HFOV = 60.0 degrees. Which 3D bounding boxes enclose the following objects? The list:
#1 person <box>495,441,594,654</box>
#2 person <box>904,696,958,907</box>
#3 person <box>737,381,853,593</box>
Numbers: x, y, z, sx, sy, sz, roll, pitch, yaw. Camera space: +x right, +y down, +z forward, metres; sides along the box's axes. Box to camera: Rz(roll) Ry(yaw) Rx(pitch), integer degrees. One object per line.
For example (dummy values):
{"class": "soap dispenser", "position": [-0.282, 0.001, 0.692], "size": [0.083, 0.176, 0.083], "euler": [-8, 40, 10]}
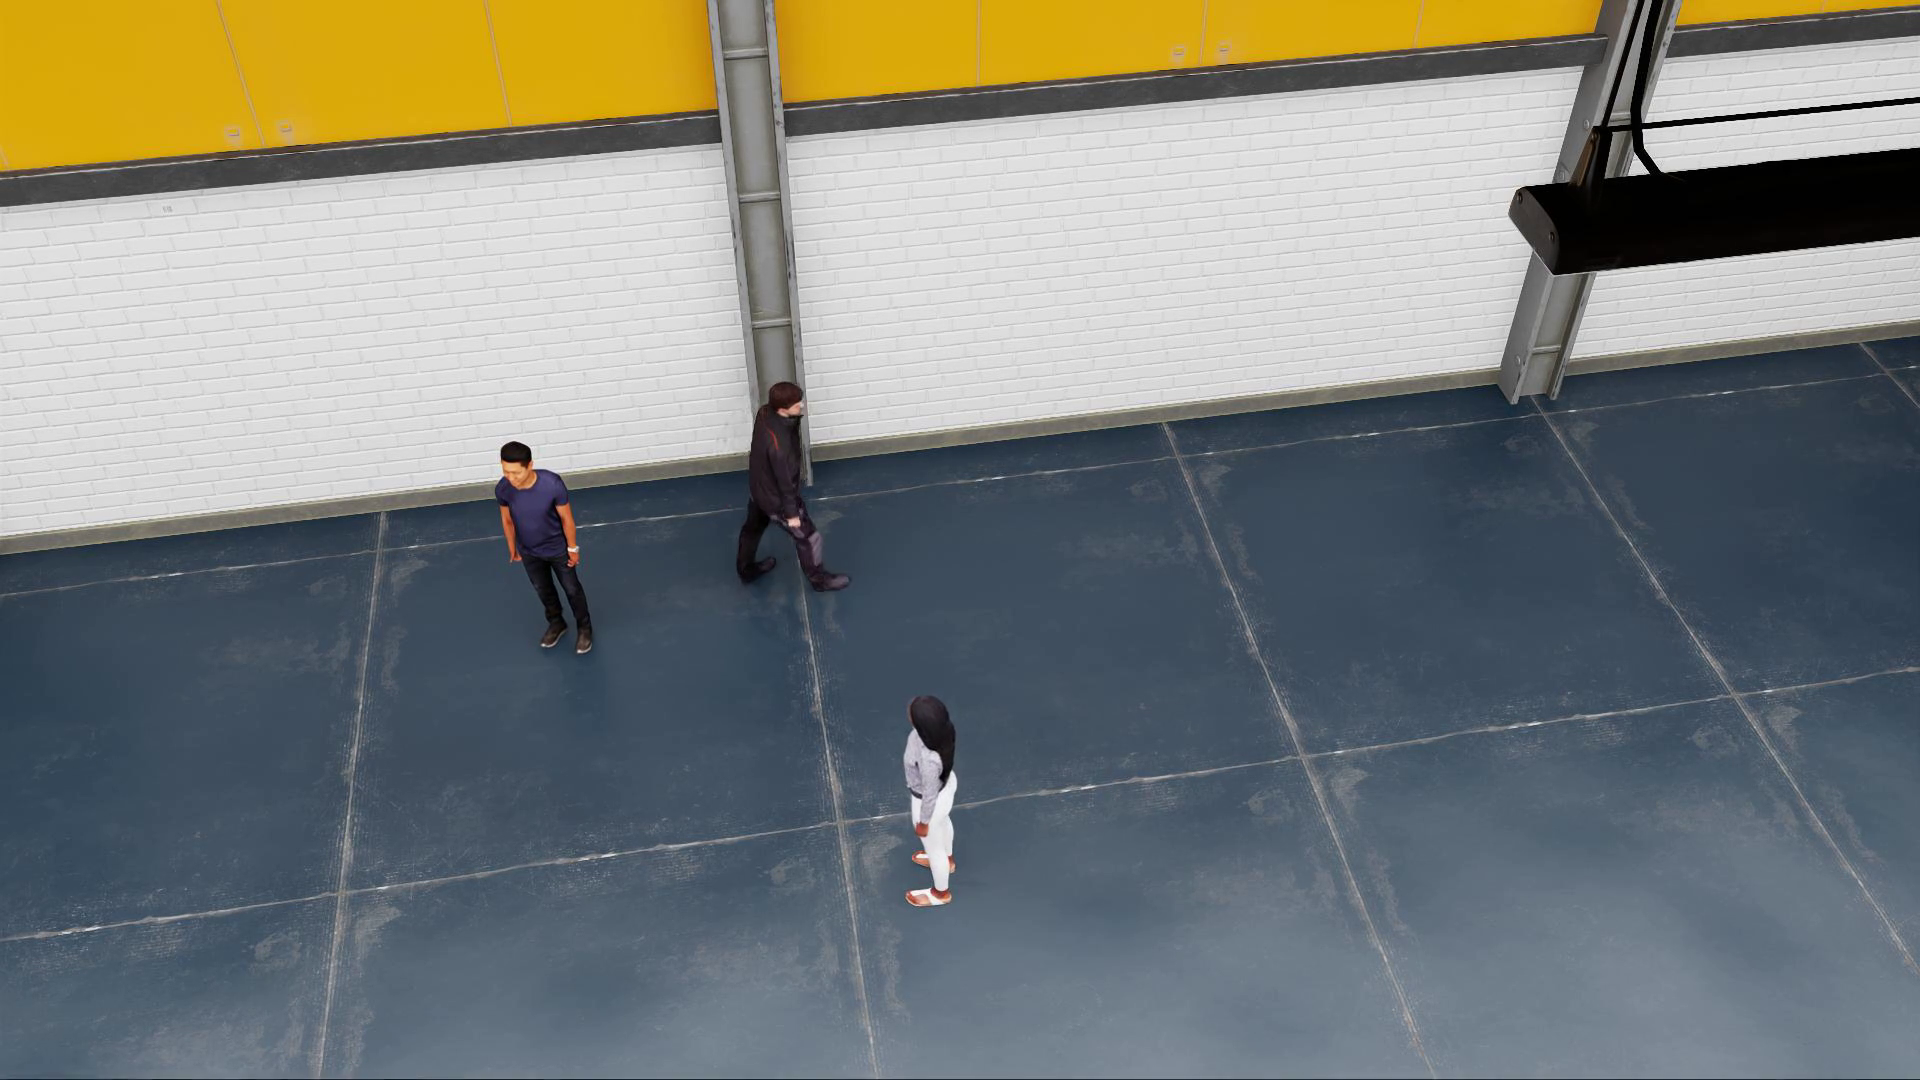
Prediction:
{"class": "person", "position": [-2.702, 0.015, 10.849], "size": [0.583, 1.785, 0.754], "euler": [4, 44, 4]}
{"class": "person", "position": [-0.151, 1.452, 9.387], "size": [0.632, 1.722, 0.656], "euler": [7, 44, 7]}
{"class": "person", "position": [-1.302, -0.307, 11.180], "size": [1.032, 1.794, 0.858], "euler": [-23, 48, -22]}
